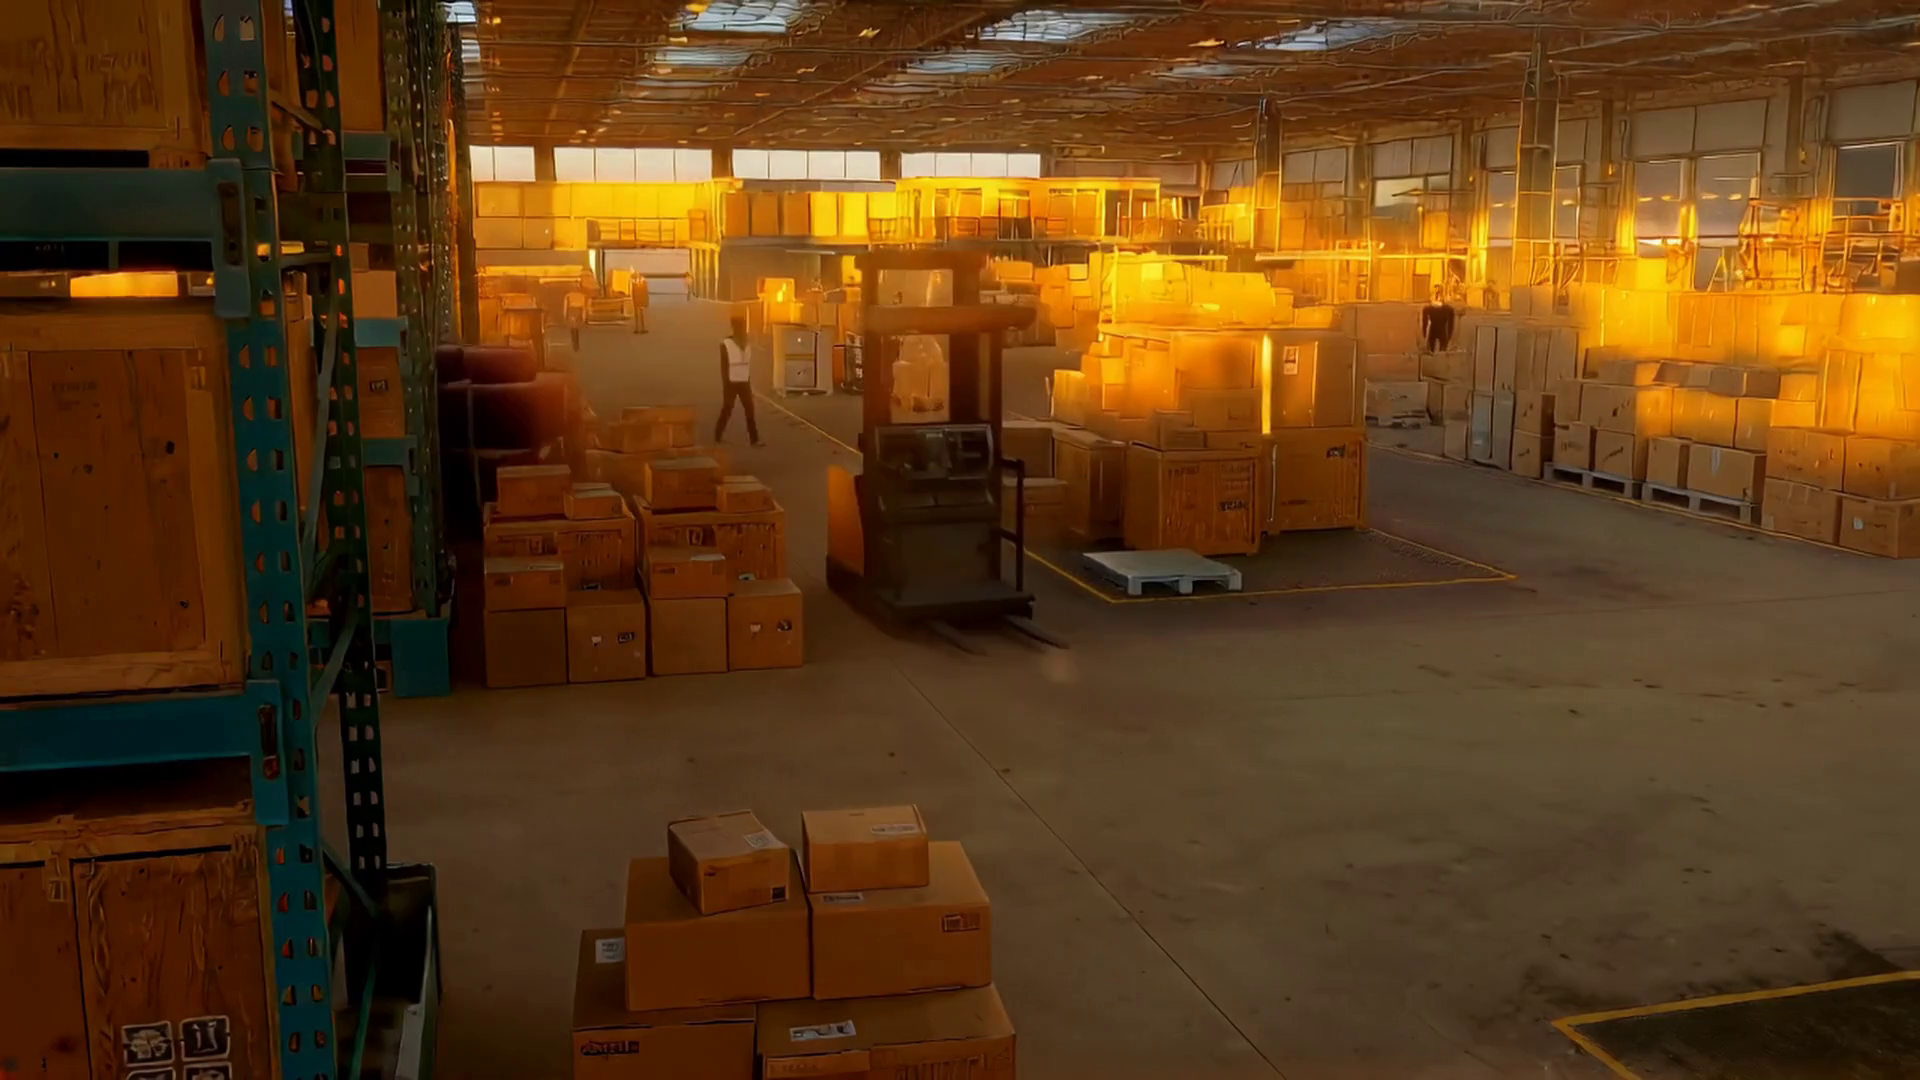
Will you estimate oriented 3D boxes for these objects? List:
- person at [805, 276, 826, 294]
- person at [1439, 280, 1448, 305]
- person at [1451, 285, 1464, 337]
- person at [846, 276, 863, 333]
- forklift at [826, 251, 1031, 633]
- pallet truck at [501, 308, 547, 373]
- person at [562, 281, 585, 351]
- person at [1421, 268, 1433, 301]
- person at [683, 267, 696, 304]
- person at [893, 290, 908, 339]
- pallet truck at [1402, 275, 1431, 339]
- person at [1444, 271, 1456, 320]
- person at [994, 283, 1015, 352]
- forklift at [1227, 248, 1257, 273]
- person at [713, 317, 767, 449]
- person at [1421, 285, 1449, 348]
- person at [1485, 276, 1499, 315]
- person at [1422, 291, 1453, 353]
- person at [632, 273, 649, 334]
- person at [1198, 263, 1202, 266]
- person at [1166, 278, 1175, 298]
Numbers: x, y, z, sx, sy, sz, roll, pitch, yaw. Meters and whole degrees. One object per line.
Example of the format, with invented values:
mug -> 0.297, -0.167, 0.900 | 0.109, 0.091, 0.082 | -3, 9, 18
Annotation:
person -> -4.434, -7.155, 51.065 | 0.693, 2.000, 1.023 | 2, 10, 11
person -> 16.688, -8.163, 57.740 | 0.915, 1.689, 0.499 | -1, 10, -7
person -> 15.800, -7.197, 52.381 | 0.556, 1.662, 0.762 | -8, 13, -40
person -> -3.279, -7.259, 51.944 | 0.551, 1.937, 0.357 | 1, 10, 3
forklift -> -0.319, -0.857, 13.024 | 1.129, 2.768, 1.873 | -4, 11, -21
pallet truck -> -6.242, -2.418, 24.362 | 0.823, 1.965, 1.885 | 1, 10, 3
person -> -10.670, -6.195, 45.999 | 0.609, 1.924, 0.993 | -4, 11, -21
person -> 21.237, -11.406, 75.559 | 0.459, 1.900, 0.604 | -8, 13, -39
person -> -13.517, -12.747, 83.293 | 0.953, 1.836, 0.610 | 9, 13, 42
person -> -1.426, -4.852, 38.556 | 0.549, 1.852, 0.519 | -8, 13, -37
pallet truck -> 14.620, -7.324, 52.145 | 0.823, 1.965, 1.885 | 8, 13, 40
person -> 18.745, -9.332, 63.657 | 0.605, 1.948, 0.390 | -6, 12, -30
person -> 1.199, -6.070, 45.412 | 0.603, 1.878, 0.976 | -3, 10, -16
forklift -> 6.398, -5.276, 38.051 | 1.873, 2.768, 1.129 | -3, 10, -15
person -> -3.193, -2.243, 23.720 | 1.007, 1.876, 0.599 | 9, 13, 41
person -> 13.384, -6.269, 46.717 | 0.944, 1.789, 0.625 | 3, 10, 14
person -> 18.824, -8.415, 58.805 | 0.632, 1.837, 0.430 | -9, 13, -41
person -> 9.988, -4.235, 34.818 | 0.635, 1.937, 0.354 | 0, 10, -1
person -> -10.526, -7.800, 54.847 | 0.382, 1.995, 0.612 | 9, 14, 42
person -> 13.033, -14.151, 90.810 | 0.626, 1.991, 0.398 | -4, 11, -20
person -> 6.758, -7.505, 53.565 | 0.331, 1.862, 0.506 | 3, 10, 14
